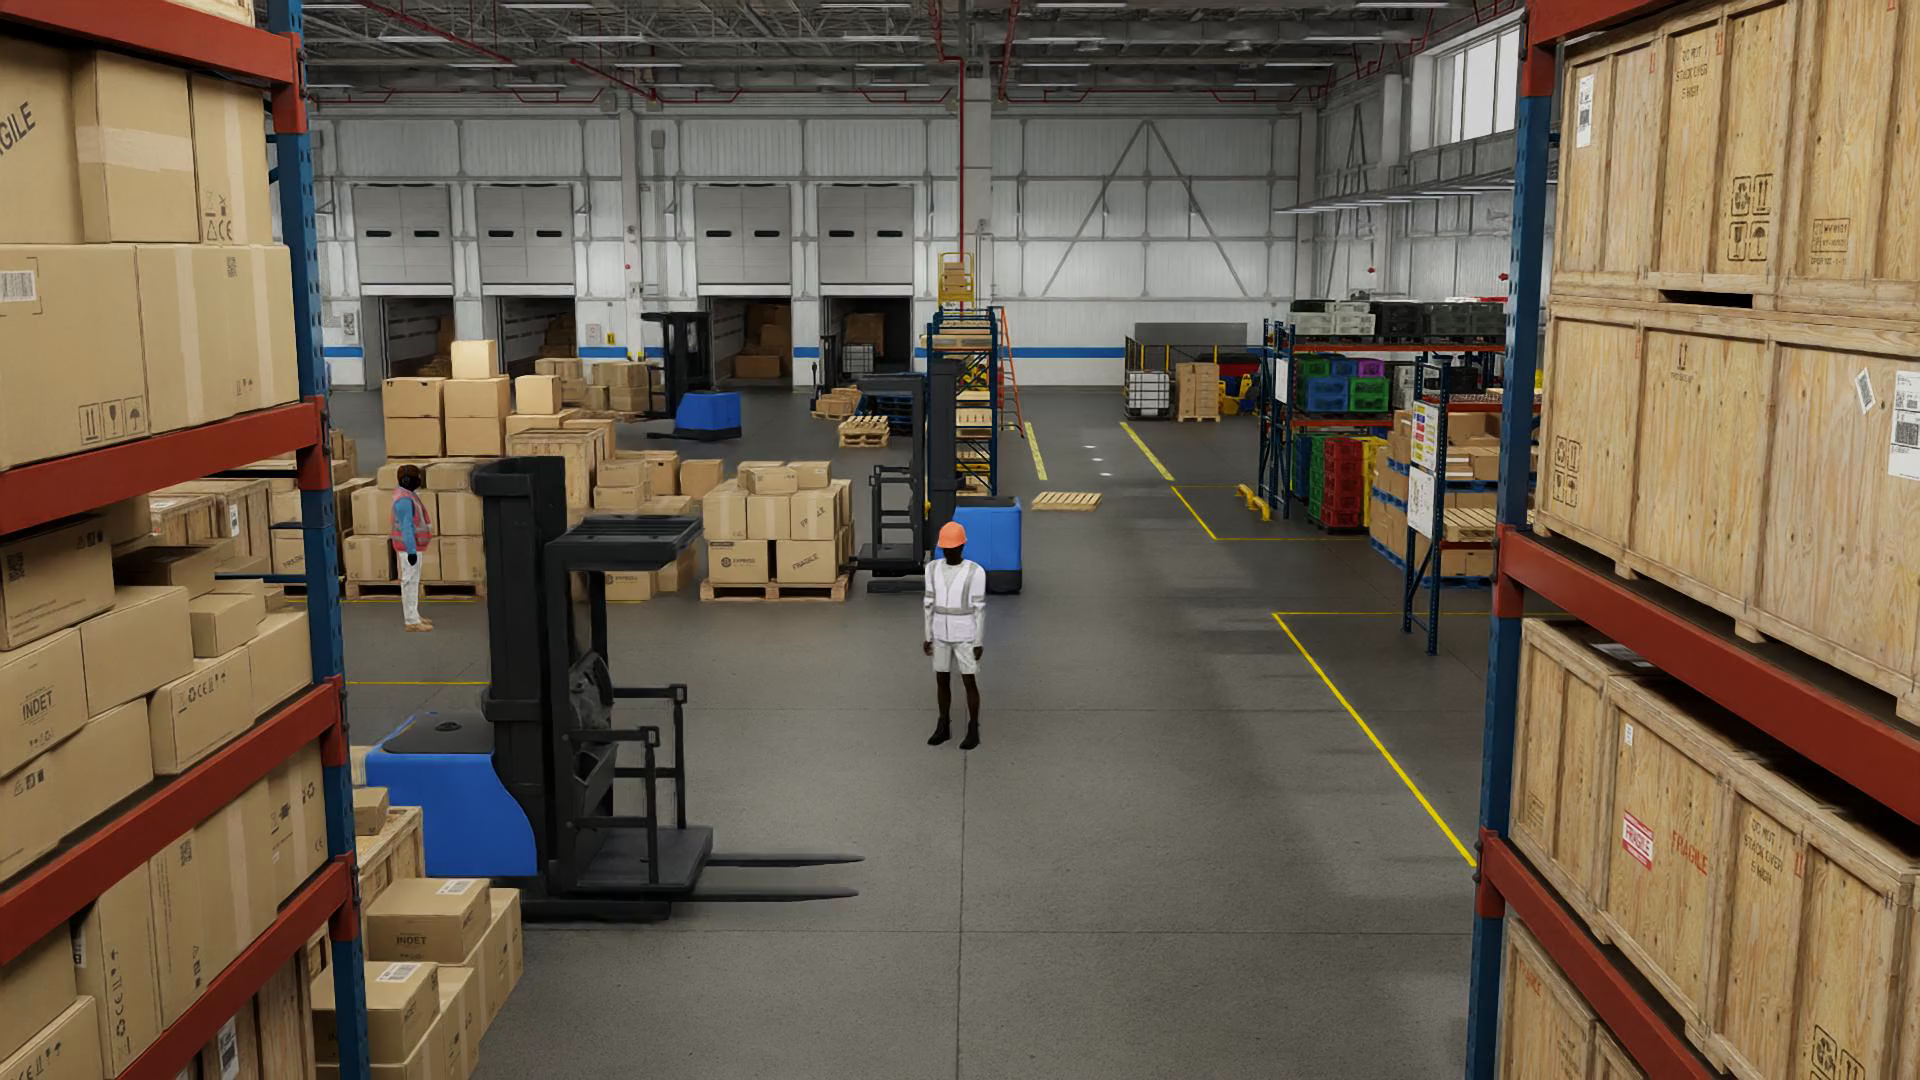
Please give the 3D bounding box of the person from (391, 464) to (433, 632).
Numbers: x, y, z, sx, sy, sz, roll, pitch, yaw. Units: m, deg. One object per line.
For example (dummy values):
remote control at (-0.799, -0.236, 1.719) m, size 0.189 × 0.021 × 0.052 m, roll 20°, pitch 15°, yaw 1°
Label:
person at (-5.996, 0.084, 18.213) m, size 0.429 × 1.842 × 0.634 m, roll -3°, pitch 10°, yaw -18°

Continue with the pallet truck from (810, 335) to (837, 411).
pallet truck at (-3.021, -4.312, 43.126) m, size 1.885 × 1.965 × 0.823 m, roll 3°, pitch 10°, yaw 17°

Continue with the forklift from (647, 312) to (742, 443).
forklift at (-5.831, -3.601, 36.477) m, size 1.873 × 2.768 × 1.129 m, roll 6°, pitch 12°, yaw 31°

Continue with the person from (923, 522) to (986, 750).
person at (-0.065, 0.794, 13.874) m, size 0.562 × 1.928 × 0.394 m, roll 5°, pitch 11°, yaw 25°

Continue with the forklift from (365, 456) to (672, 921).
forklift at (-2.725, 0.893, 10.549) m, size 1.873 × 2.768 × 1.129 m, roll 0°, pitch 10°, yaw 0°

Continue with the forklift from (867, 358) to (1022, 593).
forklift at (-0.179, -0.808, 20.365) m, size 1.873 × 2.768 × 1.129 m, roll 0°, pitch 10°, yaw 1°

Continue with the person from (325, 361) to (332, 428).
person at (-15.029, -3.580, 39.067) m, size 0.543 × 1.939 × 0.362 m, roll -4°, pitch 11°, yaw -21°
